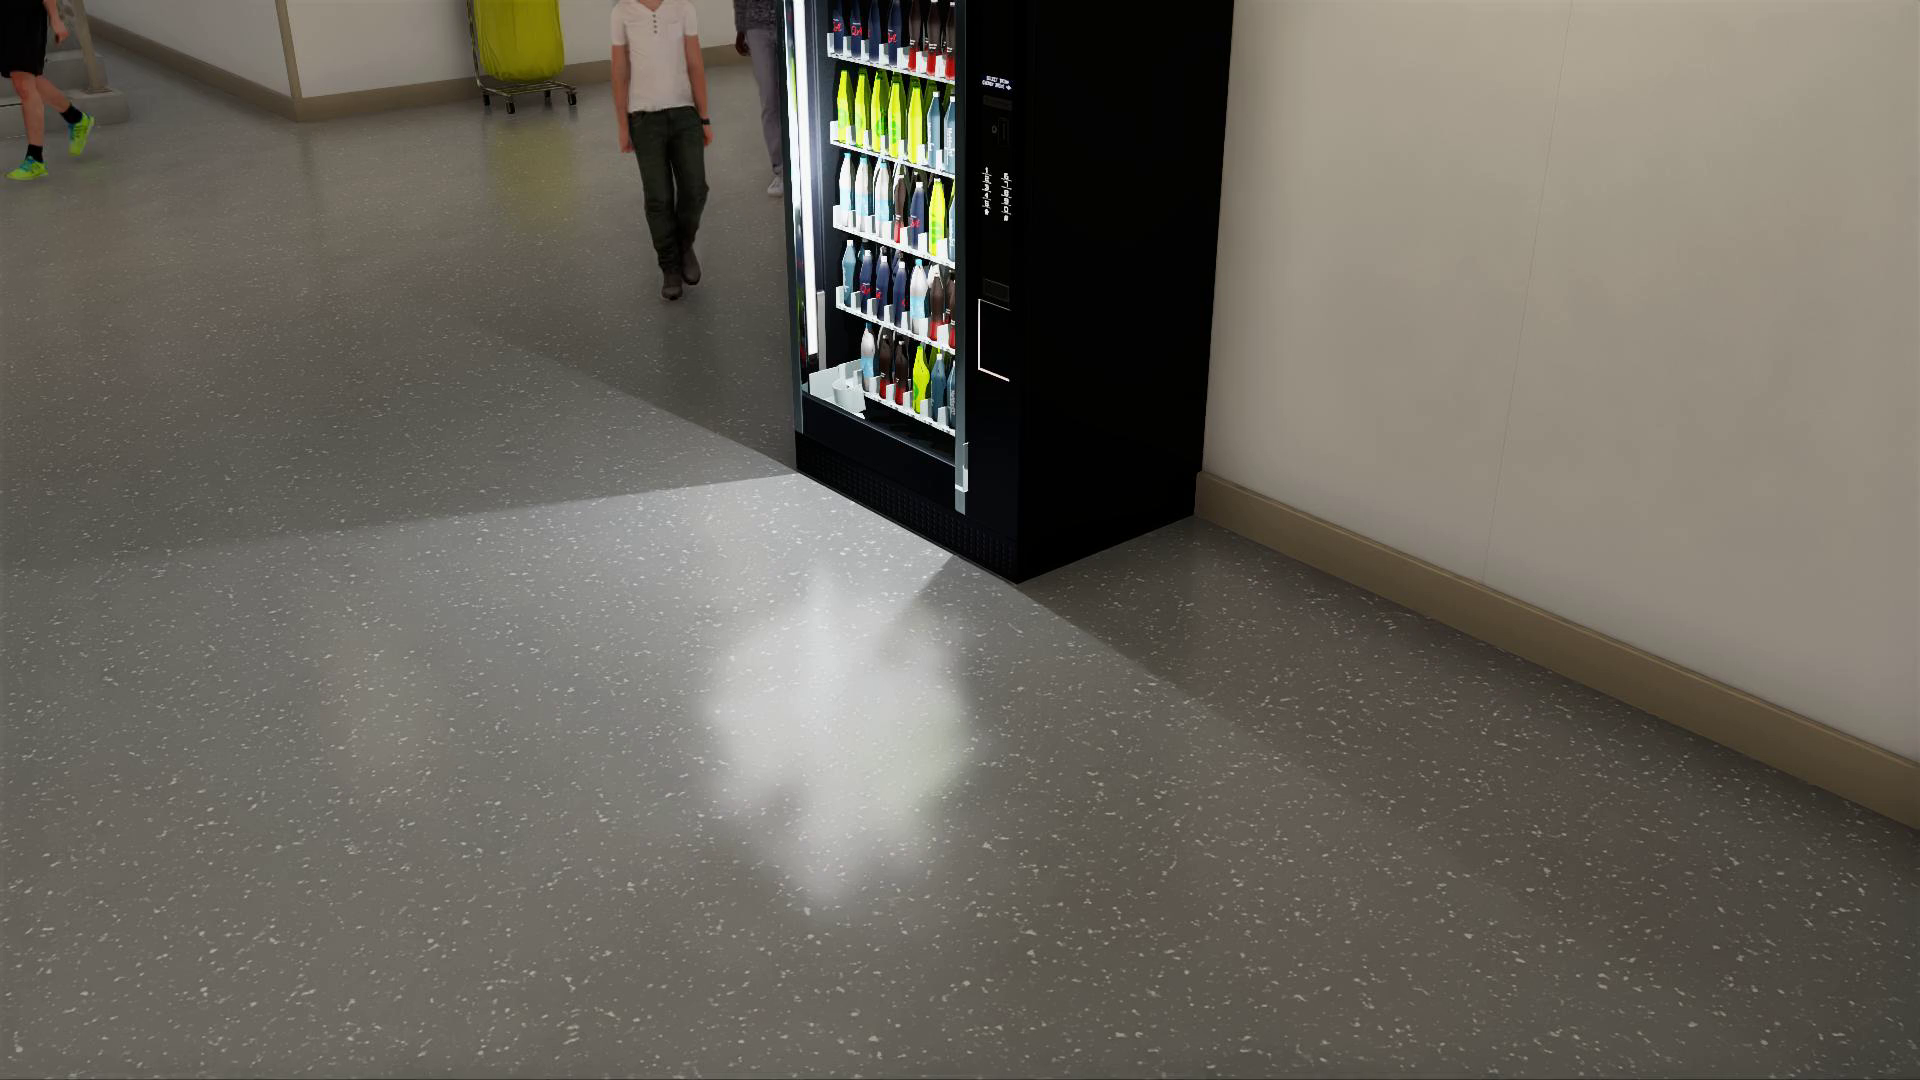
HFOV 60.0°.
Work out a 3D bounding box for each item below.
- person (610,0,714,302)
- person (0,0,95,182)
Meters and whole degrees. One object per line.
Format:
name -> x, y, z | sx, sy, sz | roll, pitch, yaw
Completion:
person -> -1.373, -1.948, 7.712 | 0.733, 1.639, 0.793 | -5, 26, -10
person -> -5.586, -3.133, 9.916 | 1.203, 1.859, 1.218 | 4, 26, 9
